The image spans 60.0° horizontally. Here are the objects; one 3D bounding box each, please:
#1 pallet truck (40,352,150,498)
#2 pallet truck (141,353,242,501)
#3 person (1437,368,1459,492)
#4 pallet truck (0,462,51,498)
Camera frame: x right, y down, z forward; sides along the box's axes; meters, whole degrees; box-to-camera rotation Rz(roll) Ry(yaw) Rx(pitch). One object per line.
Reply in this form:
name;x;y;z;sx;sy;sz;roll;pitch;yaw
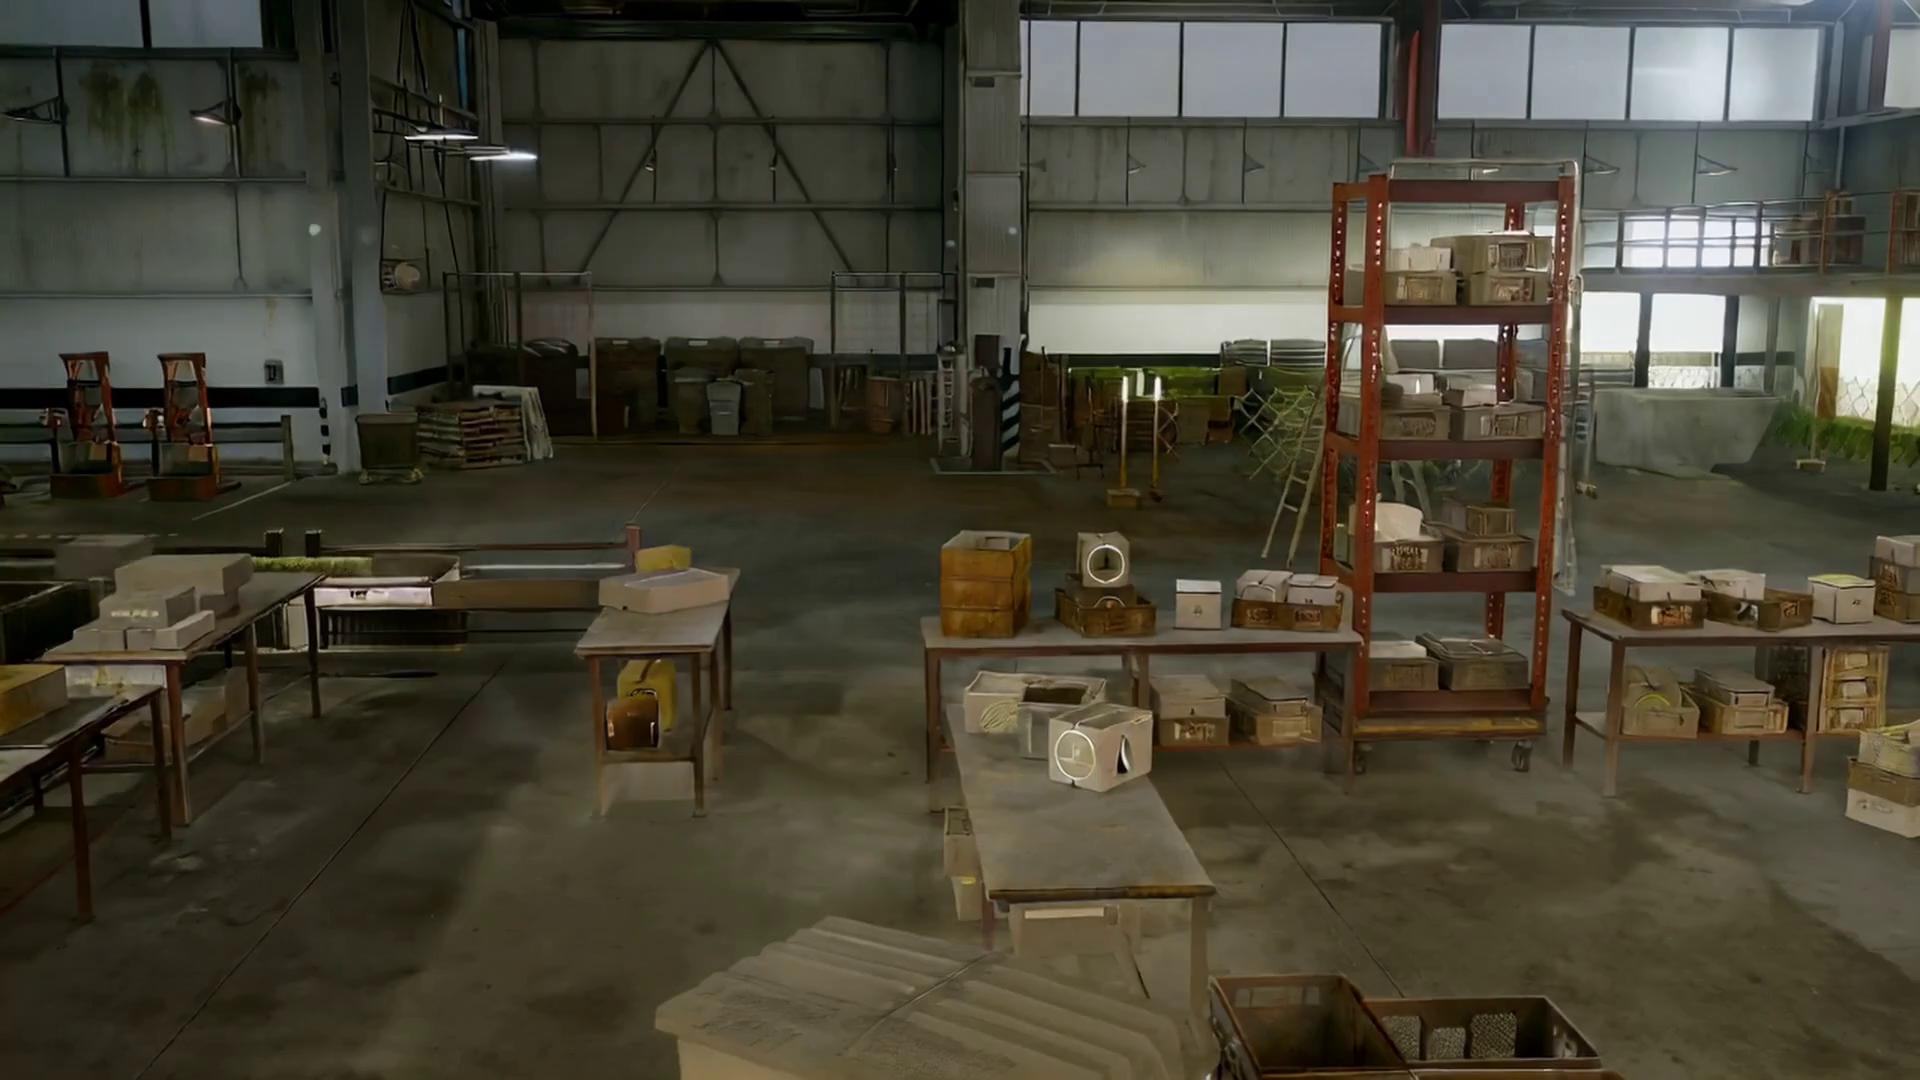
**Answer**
pallet truck;-11.907;-1.642;23.165;0.823;1.965;1.885;0;9;0
pallet truck;-10.520;-1.604;22.925;0.823;1.965;1.885;-1;9;-6
person;6.885;-1.548;23.370;0.294;1.744;0.486;3;10;19
pallet truck;-13.193;-1.293;23.148;0.653;1.274;1.630;-1;9;-4
